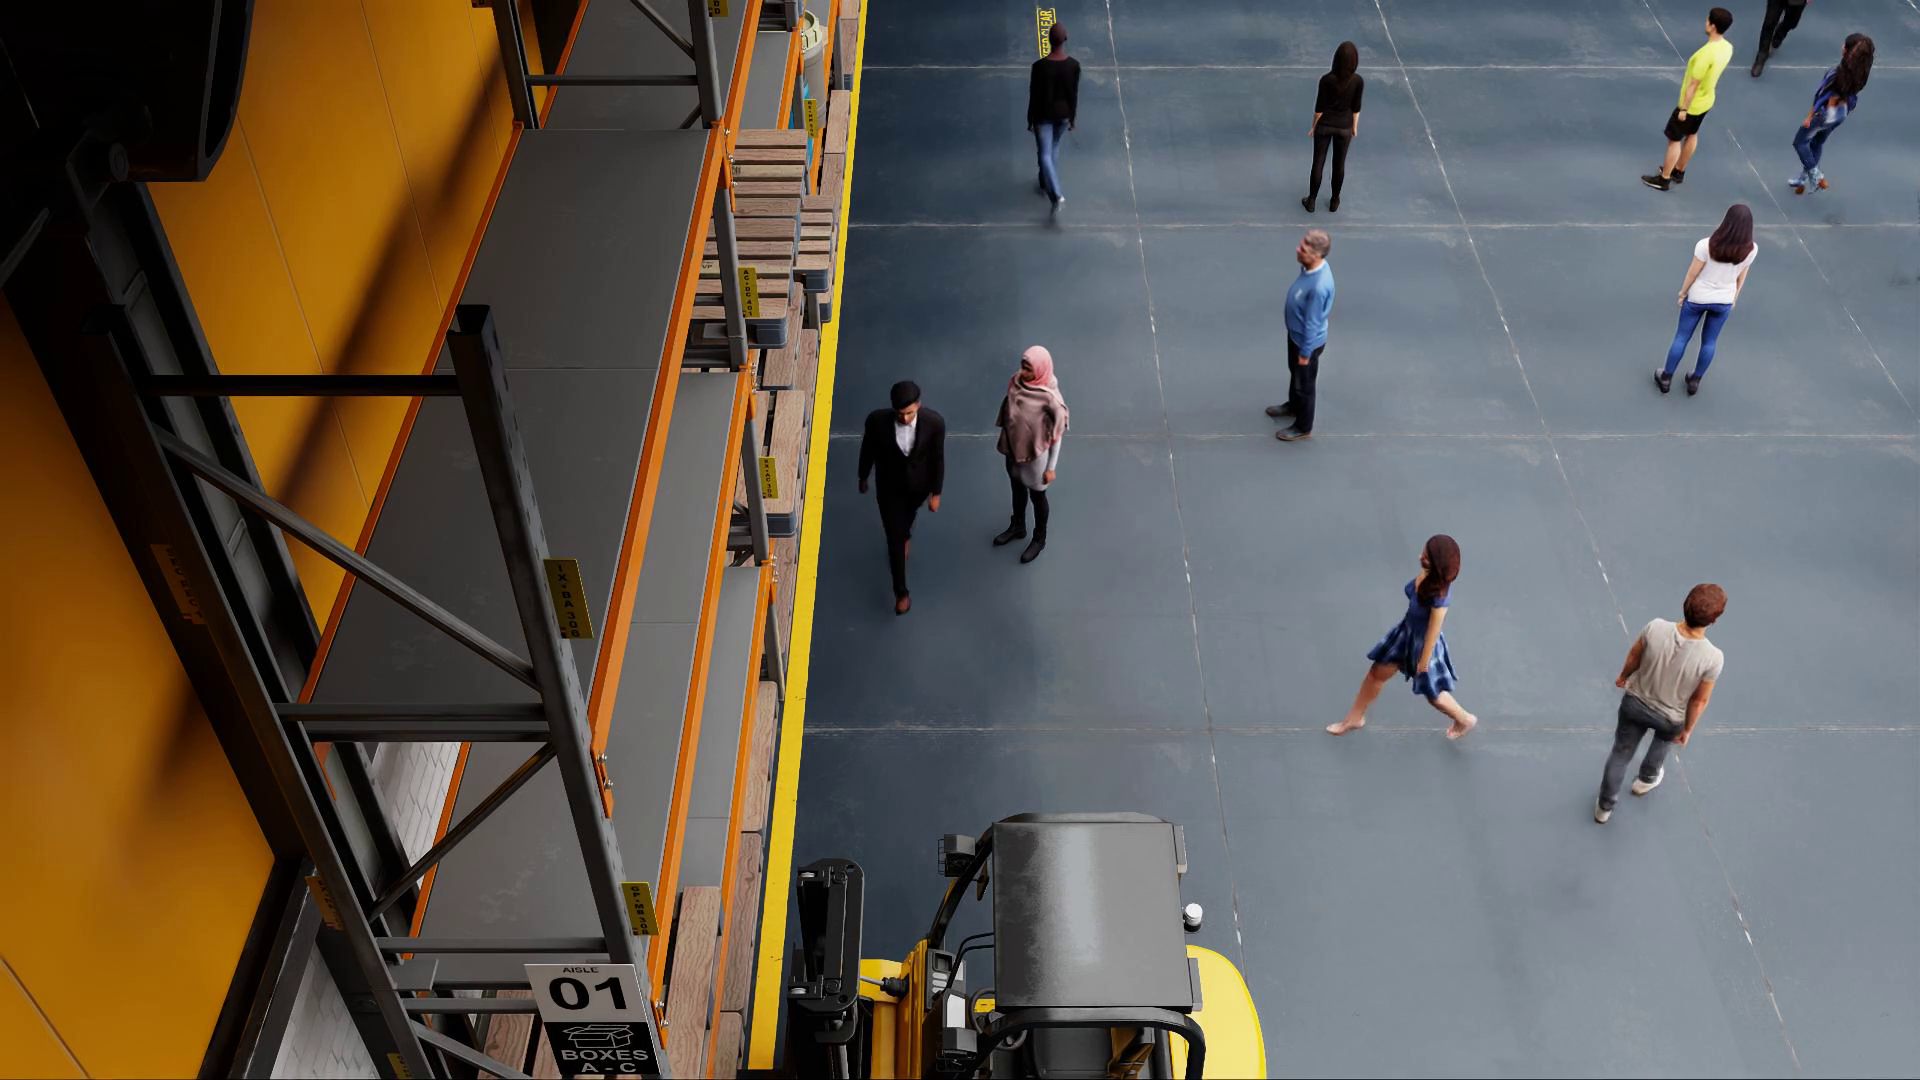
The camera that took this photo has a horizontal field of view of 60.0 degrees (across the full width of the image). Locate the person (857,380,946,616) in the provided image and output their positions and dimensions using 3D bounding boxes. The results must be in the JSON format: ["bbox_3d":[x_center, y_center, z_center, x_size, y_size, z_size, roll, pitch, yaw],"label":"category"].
[{"bbox_3d":[-0.376,-0.461,11.407,0.834,1.819,1.224,-1,44,-2],"label":"person"}]

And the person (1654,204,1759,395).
[{"bbox_3d":[5.840,-1.852,12.966,0.636,1.682,0.597,9,44,9],"label":"person"}]

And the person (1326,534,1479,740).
[{"bbox_3d":[2.897,0.681,10.252,0.718,1.759,1.098,-1,44,-1],"label":"person"}]

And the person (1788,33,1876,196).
[{"bbox_3d":[7.902,-3.807,15.068,0.758,1.614,0.813,-15,46,-15],"label":"person"}]

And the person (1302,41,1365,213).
[{"bbox_3d":[3.364,-3.701,14.938,0.575,1.640,0.502,2,44,2],"label":"person"}]

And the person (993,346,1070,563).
[{"bbox_3d":[0.492,-0.609,11.574,0.783,1.803,0.720,-34,53,-30],"label":"person"}]

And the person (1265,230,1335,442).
[{"bbox_3d":[2.626,-1.569,12.575,0.705,1.813,0.500,-2,44,-2],"label":"person"}]

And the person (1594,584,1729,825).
[{"bbox_3d":[4.068,1.029,9.802,0.914,1.875,0.996,24,49,23],"label":"person"}]

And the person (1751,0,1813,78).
[{"bbox_3d":[8.447,-5.624,16.871,0.931,1.757,1.156,19,47,19],"label":"person"}]

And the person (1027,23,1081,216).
[{"bbox_3d":[0.839,-3.757,14.934,0.763,1.725,1.122,-8,44,-9],"label":"person"}]

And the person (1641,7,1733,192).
[{"bbox_3d":[6.763,-4.032,15.239,0.724,1.704,0.772,-32,52,-29],"label":"person"}]
